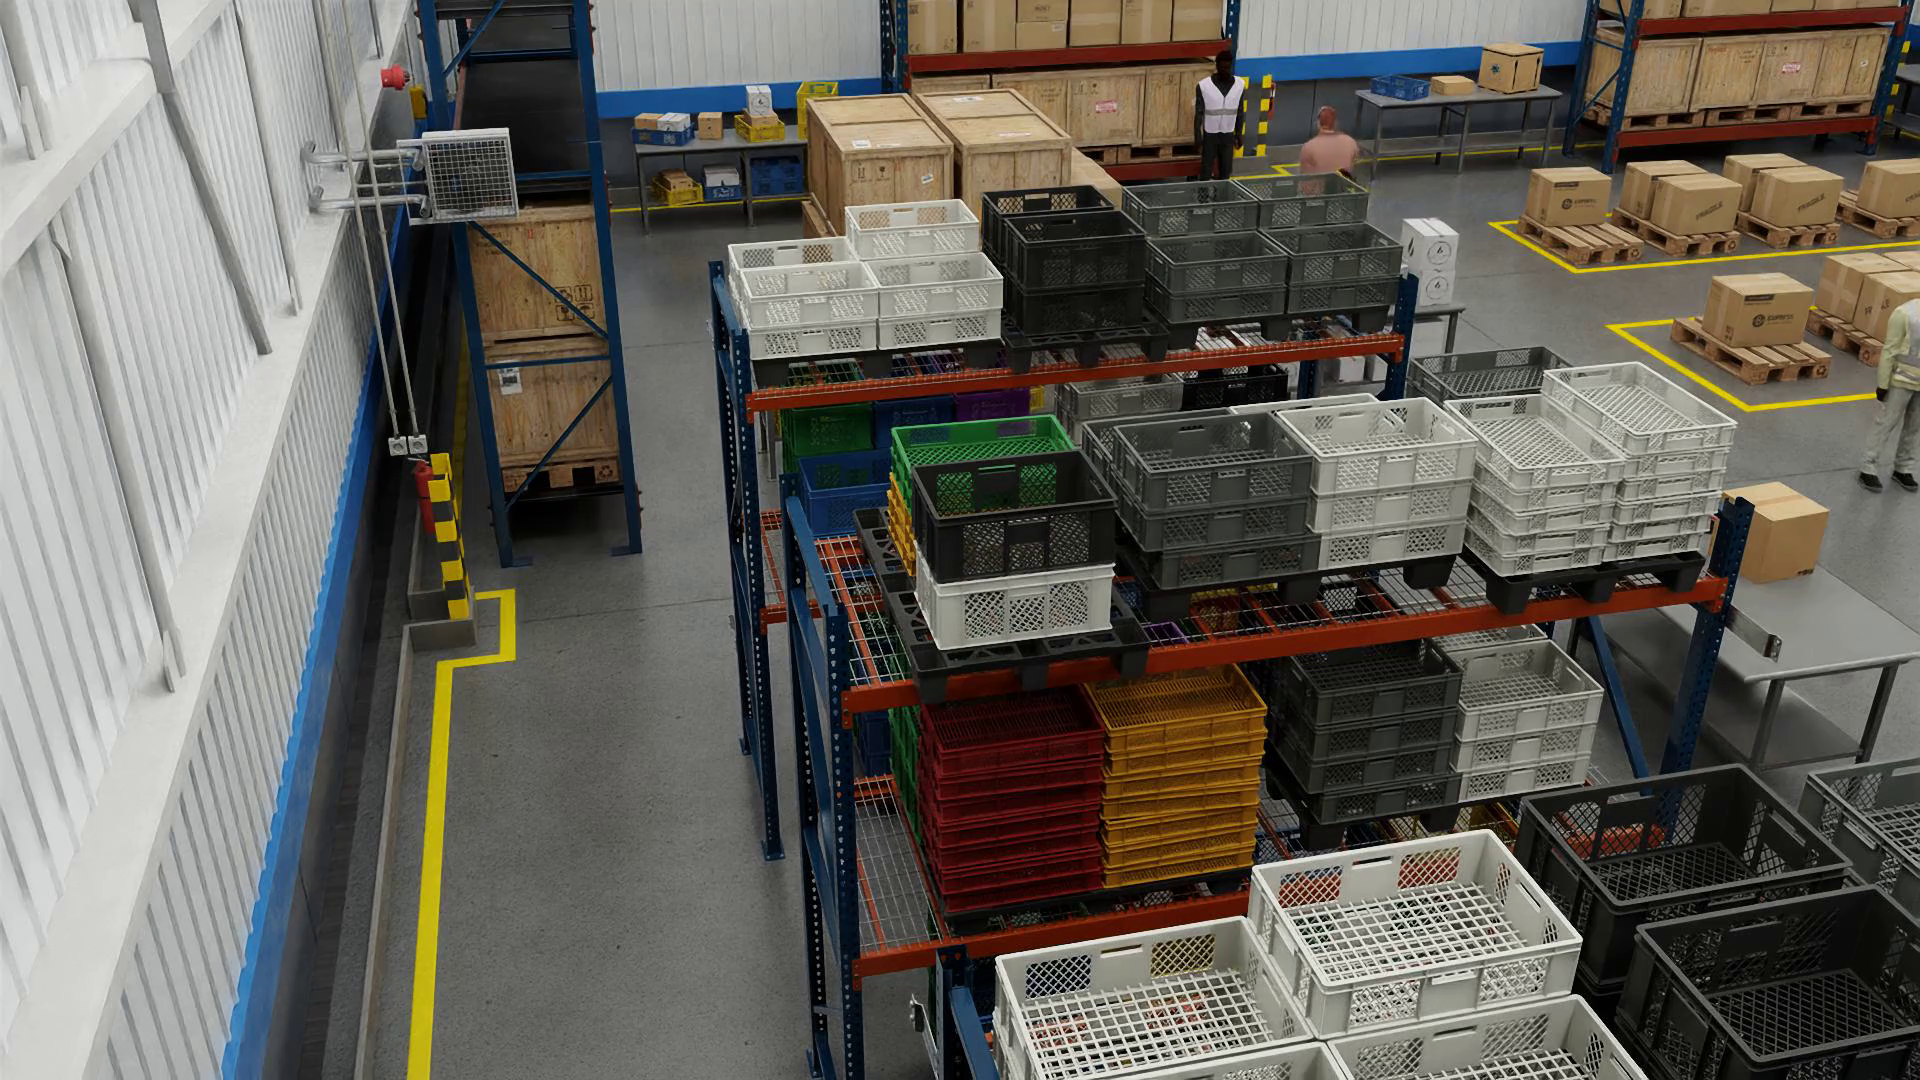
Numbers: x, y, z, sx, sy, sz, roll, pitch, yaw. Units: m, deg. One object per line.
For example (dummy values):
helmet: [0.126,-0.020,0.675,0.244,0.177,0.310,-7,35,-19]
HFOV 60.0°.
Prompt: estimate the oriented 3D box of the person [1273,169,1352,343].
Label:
person: [3.331,-2.481,15.082,0.928,1.814,0.553,5,28,9]

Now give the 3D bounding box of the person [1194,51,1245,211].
person: [2.966,-4.672,19.142,0.599,1.909,0.405,-6,28,-12]

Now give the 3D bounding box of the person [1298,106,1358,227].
person: [3.707,-3.422,16.822,0.626,1.863,0.926,-6,28,-11]

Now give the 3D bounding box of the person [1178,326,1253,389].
person: [1.811,-0.904,12.026,0.568,1.879,0.352,19,33,31]

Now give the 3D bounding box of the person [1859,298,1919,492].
person: [7.302,-1.233,12.707,0.587,1.824,0.403,-2,28,-3]
